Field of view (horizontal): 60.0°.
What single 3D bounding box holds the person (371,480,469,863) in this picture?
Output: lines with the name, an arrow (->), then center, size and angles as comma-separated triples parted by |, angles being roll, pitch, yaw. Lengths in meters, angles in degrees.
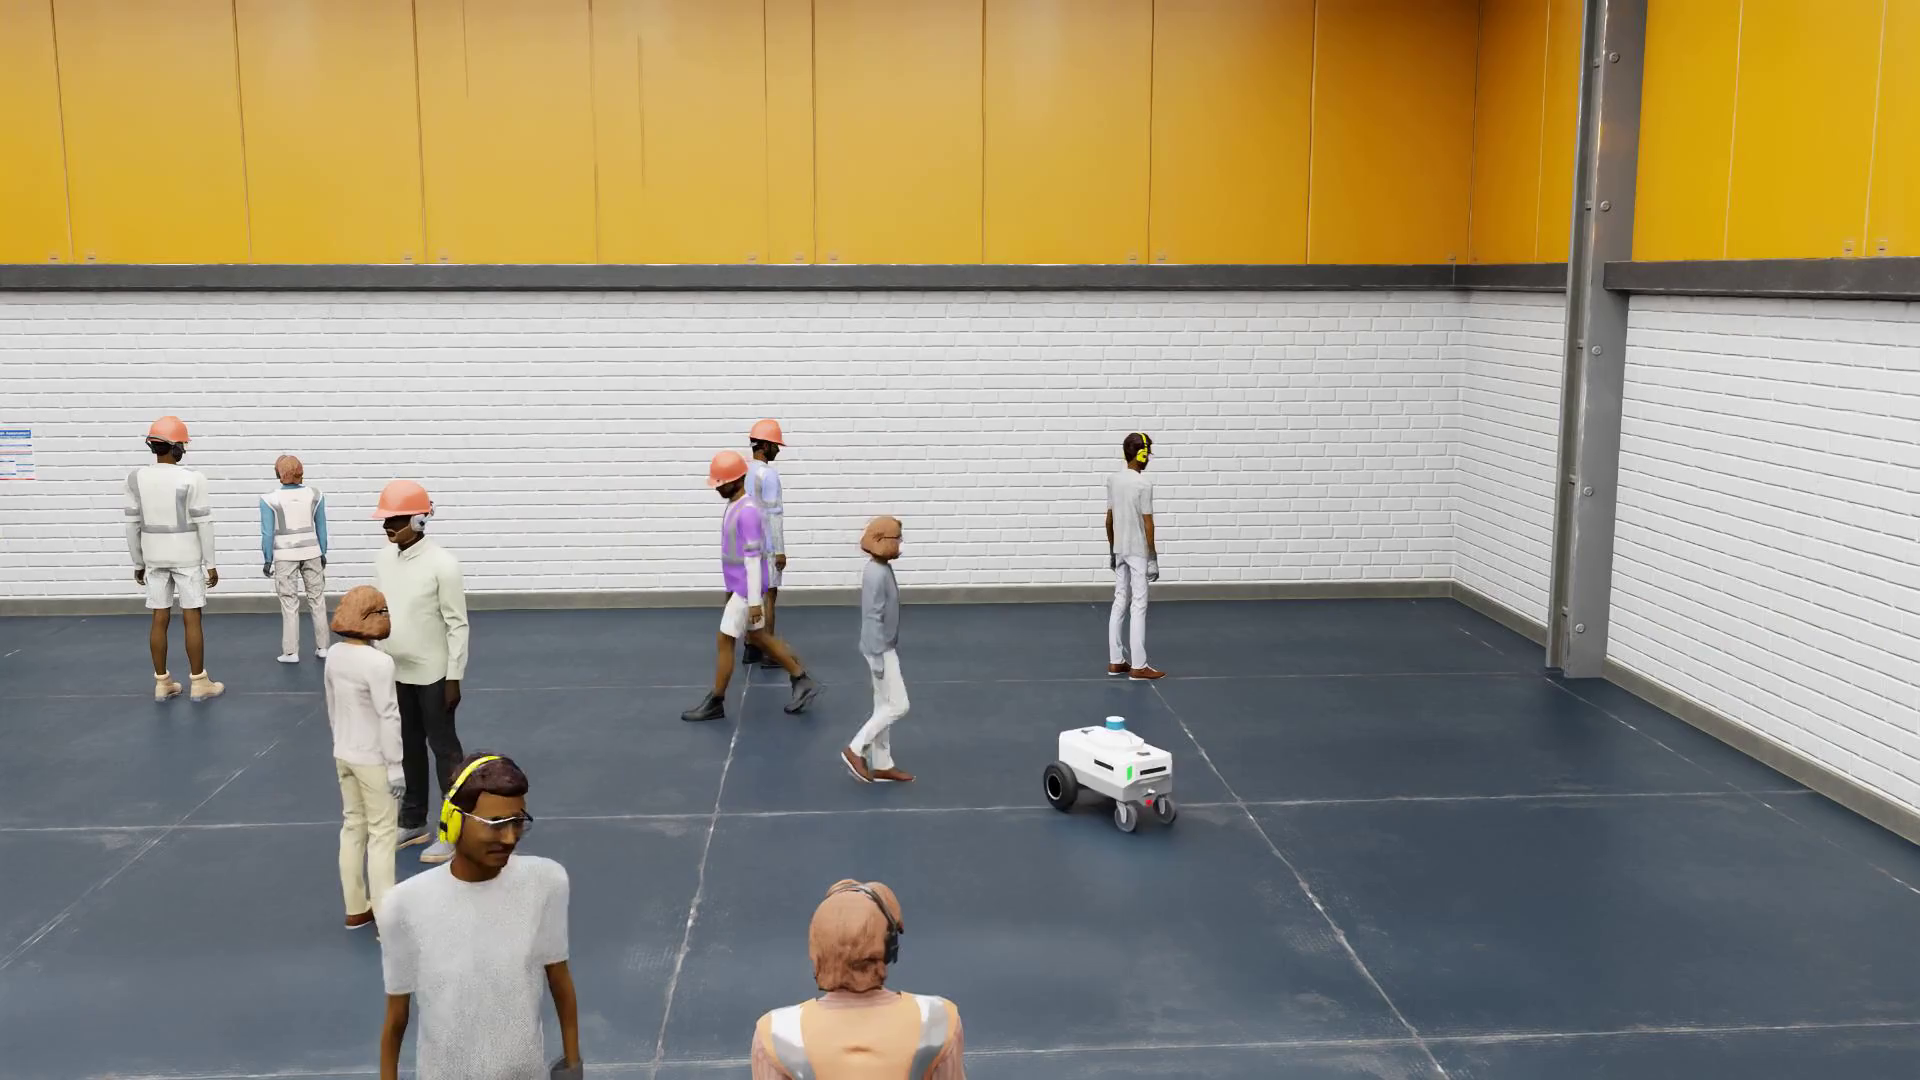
person -> -2.815, 0.675, 8.623 | 0.613, 1.994, 0.395 | 6, 11, 31

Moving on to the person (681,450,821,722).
person -> -1.409, 0.308, 11.333 | 0.946, 1.877, 0.565 | -2, 9, -15

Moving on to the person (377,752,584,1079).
person -> -1.290, 1.442, 4.399 | 0.576, 1.838, 0.843 | -5, 10, -30

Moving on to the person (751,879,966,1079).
person -> -0.233, 1.604, 3.908 | 0.517, 1.636, 0.314 | -2, 9, -11

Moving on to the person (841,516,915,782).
person -> -0.448, 0.660, 9.854 | 0.361, 1.621, 0.517 | 1, 9, 3

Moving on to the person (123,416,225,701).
person -> -5.592, 0.135, 11.863 | 0.615, 2.041, 0.384 | 1, 9, 3

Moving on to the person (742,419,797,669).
person -> -1.510, 0.030, 12.886 | 0.375, 1.927, 0.543 | -7, 12, -39

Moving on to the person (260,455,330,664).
person -> -5.196, 0.152, 13.011 | 0.515, 1.641, 0.314 | -8, 12, -40

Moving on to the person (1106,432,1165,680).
person -> 1.310, 0.122, 12.522 | 0.326, 1.861, 0.519 | -7, 11, -36

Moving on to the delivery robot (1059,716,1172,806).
delivery robot -> 0.868, 1.235, 9.322 | 0.477, 0.478, 0.707 | -6, 11, -31

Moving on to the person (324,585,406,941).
person -> -2.712, 1.012, 7.637 | 0.504, 1.632, 0.288 | 7, 12, 39
